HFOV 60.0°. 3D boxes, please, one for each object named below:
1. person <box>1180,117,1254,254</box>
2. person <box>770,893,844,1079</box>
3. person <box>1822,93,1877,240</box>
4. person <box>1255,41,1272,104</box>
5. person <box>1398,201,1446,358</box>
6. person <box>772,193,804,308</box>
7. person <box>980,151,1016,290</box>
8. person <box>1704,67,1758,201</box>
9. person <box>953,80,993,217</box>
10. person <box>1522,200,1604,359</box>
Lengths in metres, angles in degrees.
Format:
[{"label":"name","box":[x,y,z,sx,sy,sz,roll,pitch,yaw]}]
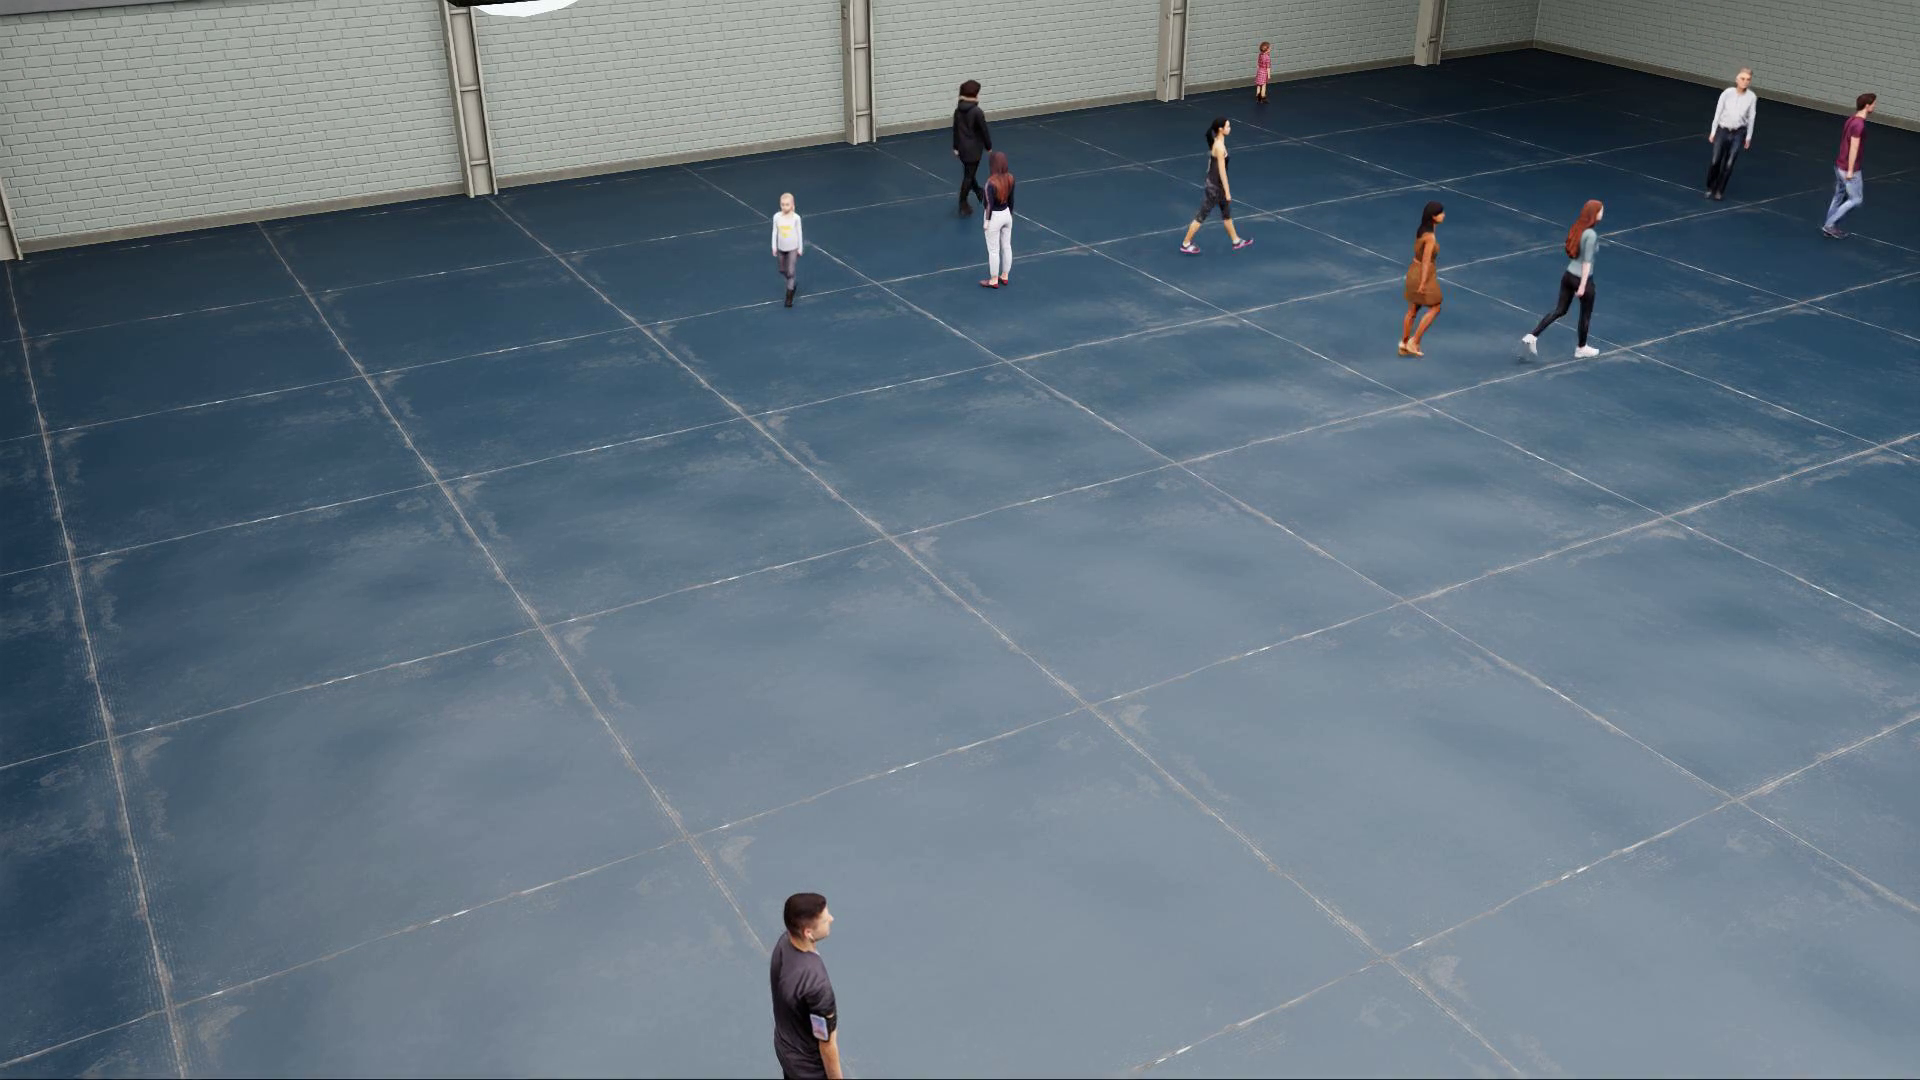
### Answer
[{"label":"person","box":[3.052,-4.335,20.541,1.211,1.683,0.985,0,27,1]},{"label":"person","box":[-0.688,2.323,7.523,0.546,1.763,0.657,-12,30,-22]},{"label":"person","box":[11.252,-4.755,21.184,0.837,1.840,0.790,6,28,11]},{"label":"person","box":[5.168,-7.977,28.333,0.459,1.024,0.441,-18,32,-31]},{"label":"person","box":[4.748,-2.710,17.389,0.719,1.679,0.672,-1,27,-1]},{"label":"person","box":[-1.973,-3.367,19.120,0.856,1.261,0.873,4,27,7]},{"label":"person","box":[0.436,-3.759,19.499,0.557,1.611,0.707,-24,35,-38]},{"label":"person","box":[10.579,-5.593,22.845,0.788,1.809,0.828,10,29,19]},{"label":"person","box":[0.097,-5.165,22.098,0.886,1.732,1.158,20,33,33]},{"label":"person","box":[6.329,-2.669,17.269,1.199,1.716,0.855,-5,28,-9]}]
